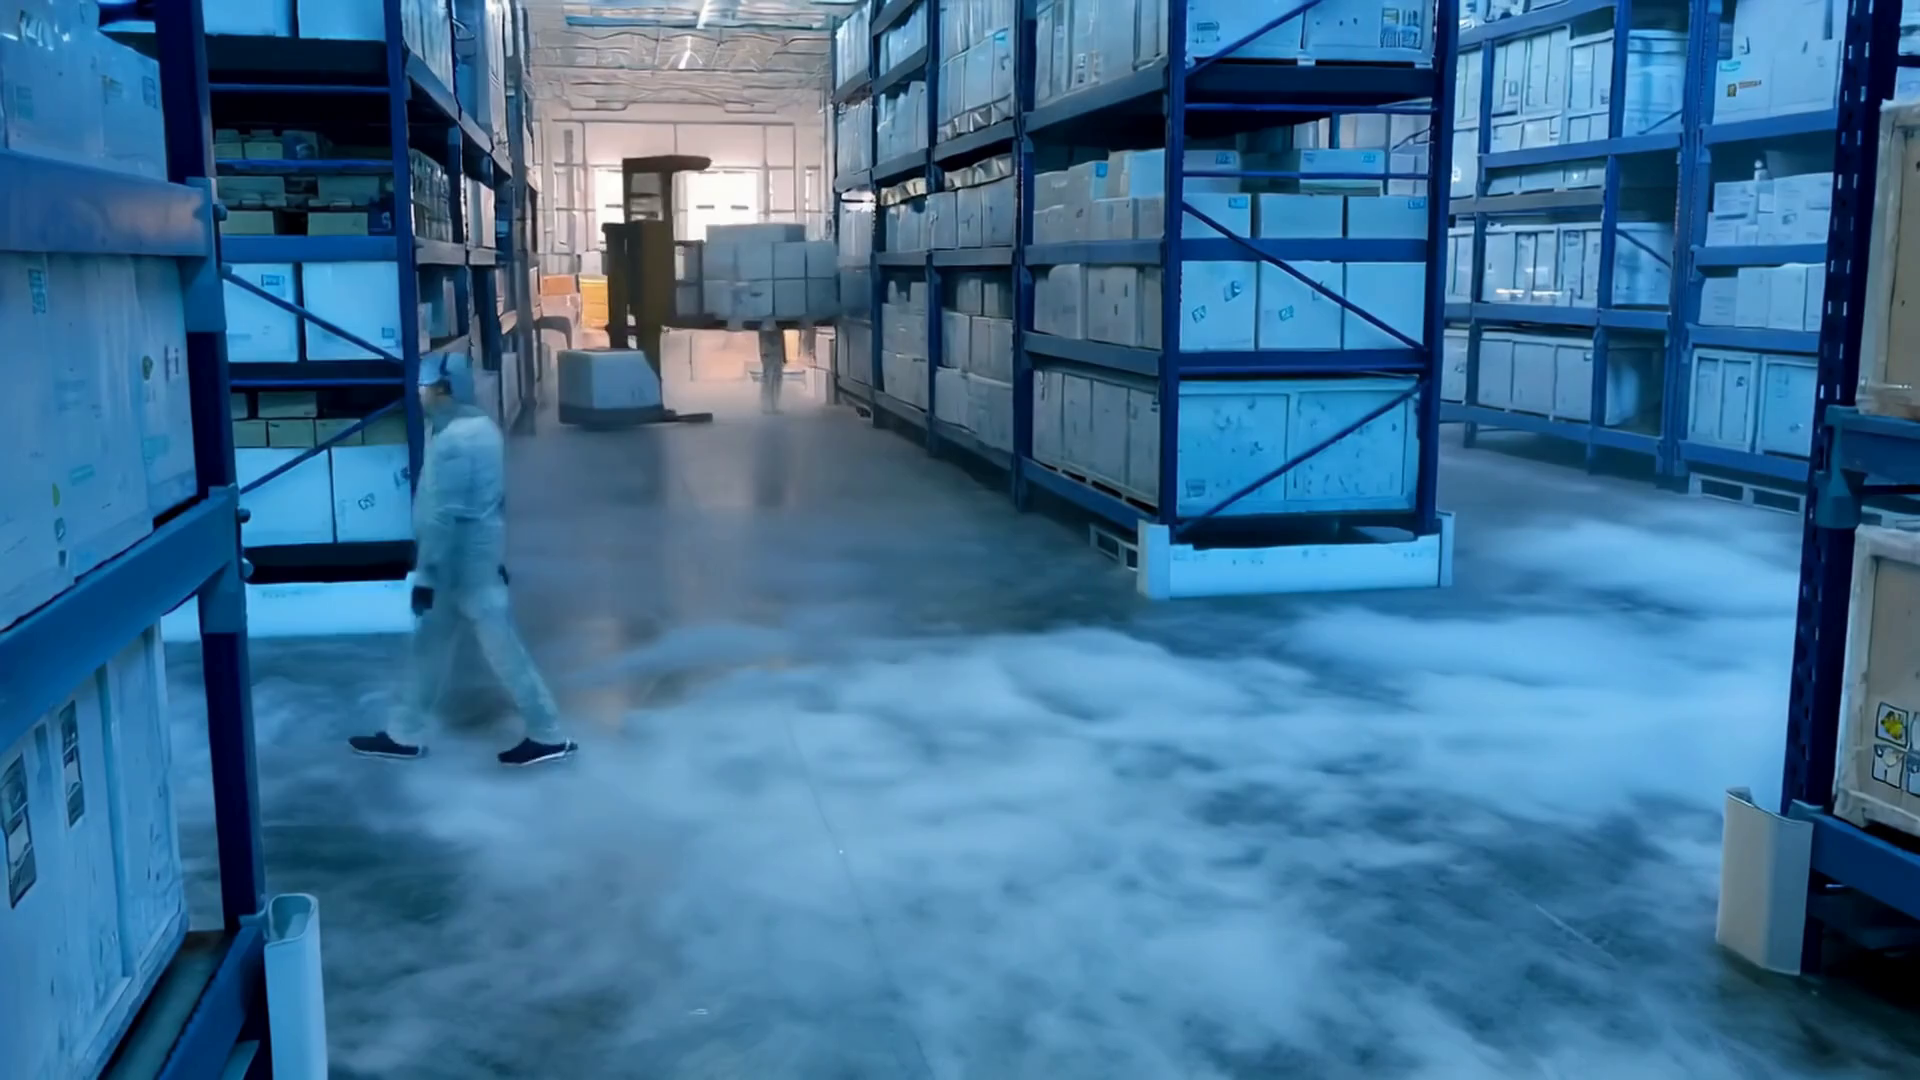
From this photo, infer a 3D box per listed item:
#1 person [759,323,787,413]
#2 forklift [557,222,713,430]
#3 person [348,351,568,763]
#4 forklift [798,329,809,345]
[{"bbox_3d":[-2.851,-2.754,25.385,0.311,1.638,0.521,7,12,38],"label":"person"},{"bbox_3d":[-4.566,-3.000,23.112,1.873,2.768,1.129,-9,13,-42],"label":"forklift"},{"bbox_3d":[-2.227,0.095,7.364,0.991,1.853,0.666,-1,9,-7],"label":"person"},{"bbox_3d":[-4.953,-6.961,47.256,1.129,2.768,1.873,0,9,2],"label":"forklift"}]
